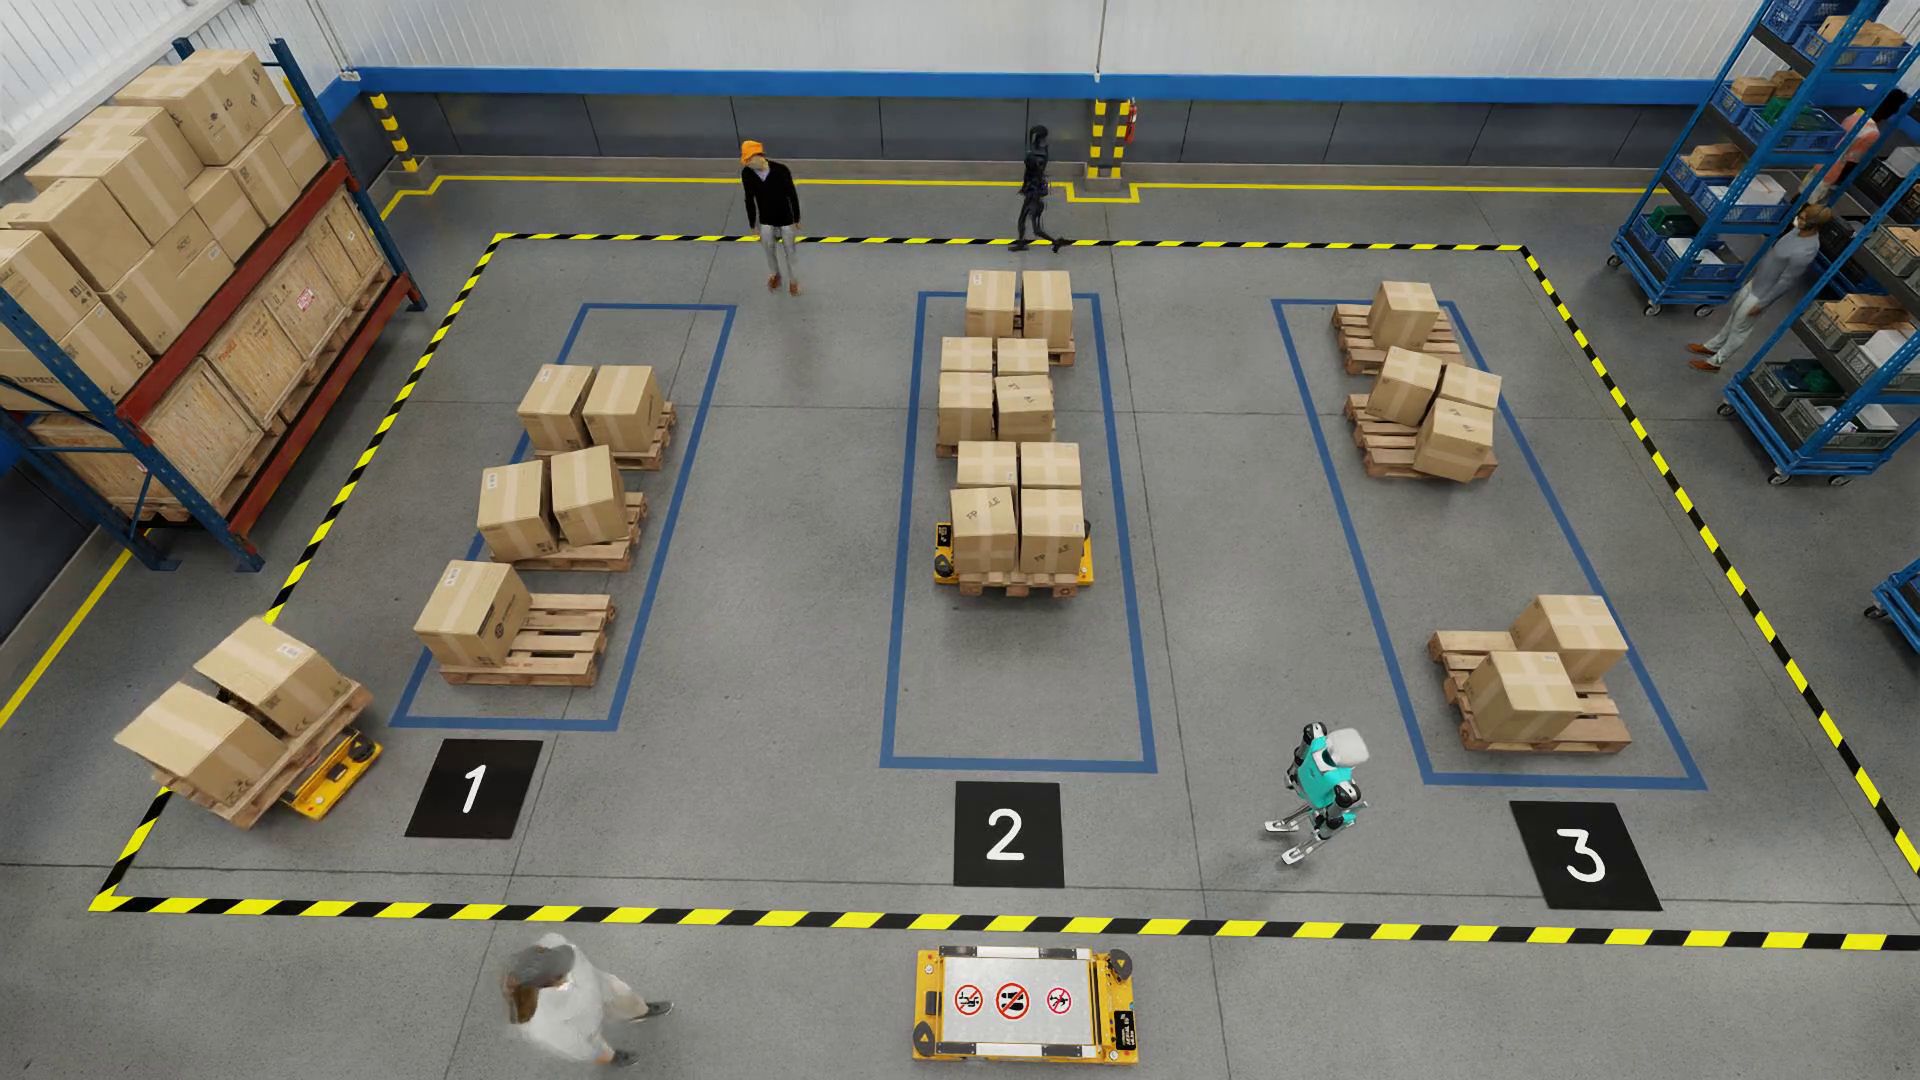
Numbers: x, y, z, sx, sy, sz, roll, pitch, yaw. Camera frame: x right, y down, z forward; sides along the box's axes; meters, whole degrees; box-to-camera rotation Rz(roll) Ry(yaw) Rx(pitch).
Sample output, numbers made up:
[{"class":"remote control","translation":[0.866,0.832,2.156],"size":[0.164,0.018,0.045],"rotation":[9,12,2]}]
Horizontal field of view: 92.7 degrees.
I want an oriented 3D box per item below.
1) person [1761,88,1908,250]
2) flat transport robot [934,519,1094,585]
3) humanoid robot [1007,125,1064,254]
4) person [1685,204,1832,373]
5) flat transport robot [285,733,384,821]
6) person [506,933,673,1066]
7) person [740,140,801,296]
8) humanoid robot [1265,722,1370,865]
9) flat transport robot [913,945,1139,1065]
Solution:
[{"class":"person","translation":[10.449,-4.416,10.991],"size":[0.370,1.965,0.606],"rotation":[10,51,8]},{"class":"flat transport robot","translation":[0.490,0.087,8.397],"size":[1.431,0.197,0.652],"rotation":[1,51,1]},{"class":"humanoid robot","translation":[0.953,-4.178,10.992],"size":[0.632,1.633,0.602],"rotation":[-7,51,-6]},{"class":"person","translation":[8.316,-2.584,9.518],"size":[0.378,1.936,0.627],"rotation":[21,54,16]},{"class":"flat transport robot","translation":[-5.329,1.606,7.159],"size":[1.431,0.197,0.652],"rotation":[18,53,14]},{"class":"person","translation":[-2.099,2.717,5.314],"size":[0.596,1.758,0.604],"rotation":[-4,51,-3]},{"class":"person","translation":[-2.110,-3.662,10.465],"size":[0.626,1.840,0.403],"rotation":[4,51,3]},{"class":"humanoid robot","translation":[2.501,1.680,6.083],"size":[0.735,1.675,0.533],"rotation":[-11,52,-9]},{"class":"flat transport robot","translation":[0.422,3.041,6.007],"size":[1.431,0.231,0.659],"rotation":[1,51,1]}]
